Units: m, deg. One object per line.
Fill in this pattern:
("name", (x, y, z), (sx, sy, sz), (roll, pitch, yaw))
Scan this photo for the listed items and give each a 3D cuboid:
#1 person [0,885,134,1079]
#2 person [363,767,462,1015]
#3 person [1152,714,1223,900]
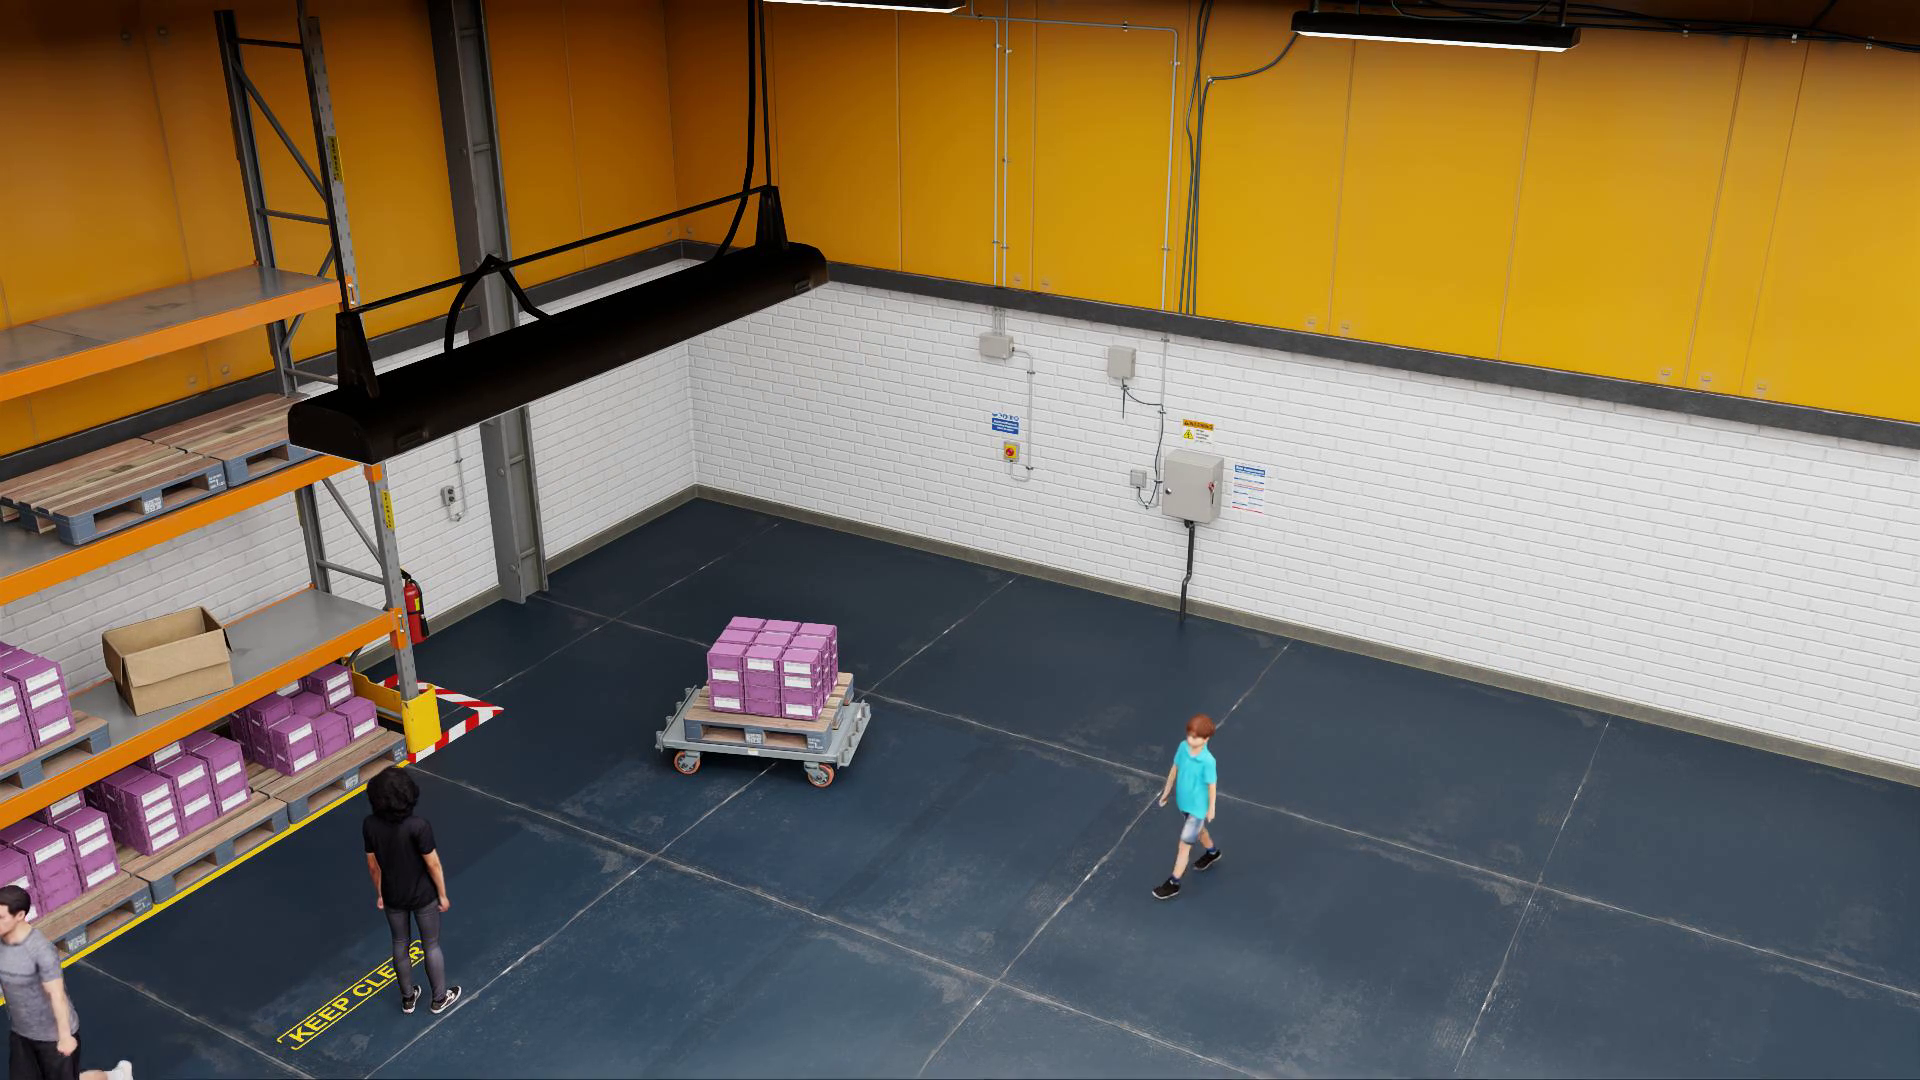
("person", (-5.239, 2.779, 9.650), (0.769, 1.849, 1.021), (9, 25, 19))
("person", (-3.592, 2.276, 10.815), (0.708, 1.838, 0.676), (2, 24, 5))
("person", (1.765, 1.893, 12.216), (1.040, 1.418, 0.838), (-14, 27, -28))
